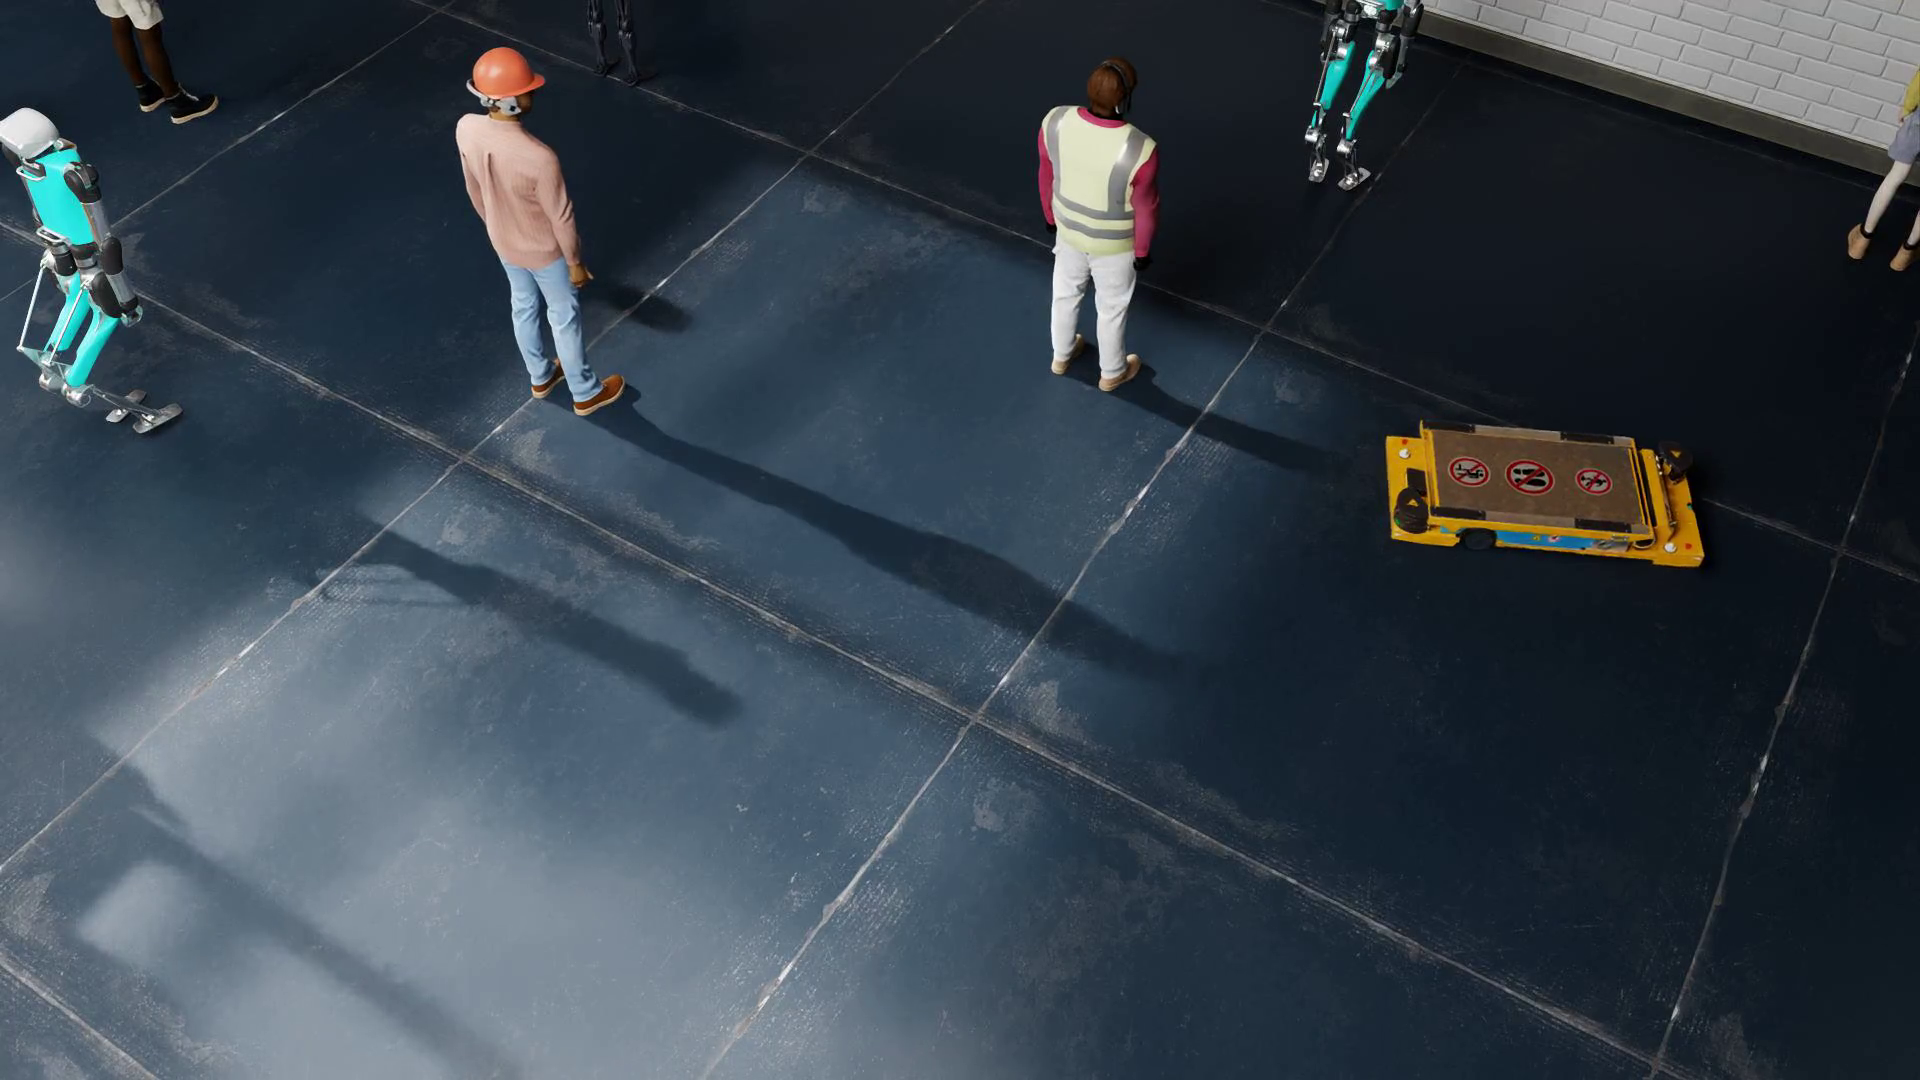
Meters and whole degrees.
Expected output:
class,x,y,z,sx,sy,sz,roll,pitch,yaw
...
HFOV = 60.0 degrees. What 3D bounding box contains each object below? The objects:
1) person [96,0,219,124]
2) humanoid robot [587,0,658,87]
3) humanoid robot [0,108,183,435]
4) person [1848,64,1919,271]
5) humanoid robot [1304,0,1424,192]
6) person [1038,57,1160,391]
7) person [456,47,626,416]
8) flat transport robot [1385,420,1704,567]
class,x,y,z,sx,sy,sz,roll,pitch,yaw
person,-4.889,-3.335,9.606,0.606,1.963,0.370,26,54,21
humanoid robot,-2.151,-3.538,9.964,0.599,1.655,0.315,25,53,20
humanoid robot,-4.191,-1.130,7.740,0.533,1.677,0.735,25,53,20
person,5.175,-2.240,8.699,0.470,1.891,0.400,26,54,21
humanoid robot,2.131,-2.613,9.036,0.533,1.677,0.735,25,53,20
person,0.676,-1.516,8.097,0.622,1.844,0.431,26,54,21
person,-2.023,-1.437,7.929,0.610,1.991,0.388,26,54,21
flat transport robot,2.800,-0.228,8.014,1.431,0.231,0.659,5,49,4
